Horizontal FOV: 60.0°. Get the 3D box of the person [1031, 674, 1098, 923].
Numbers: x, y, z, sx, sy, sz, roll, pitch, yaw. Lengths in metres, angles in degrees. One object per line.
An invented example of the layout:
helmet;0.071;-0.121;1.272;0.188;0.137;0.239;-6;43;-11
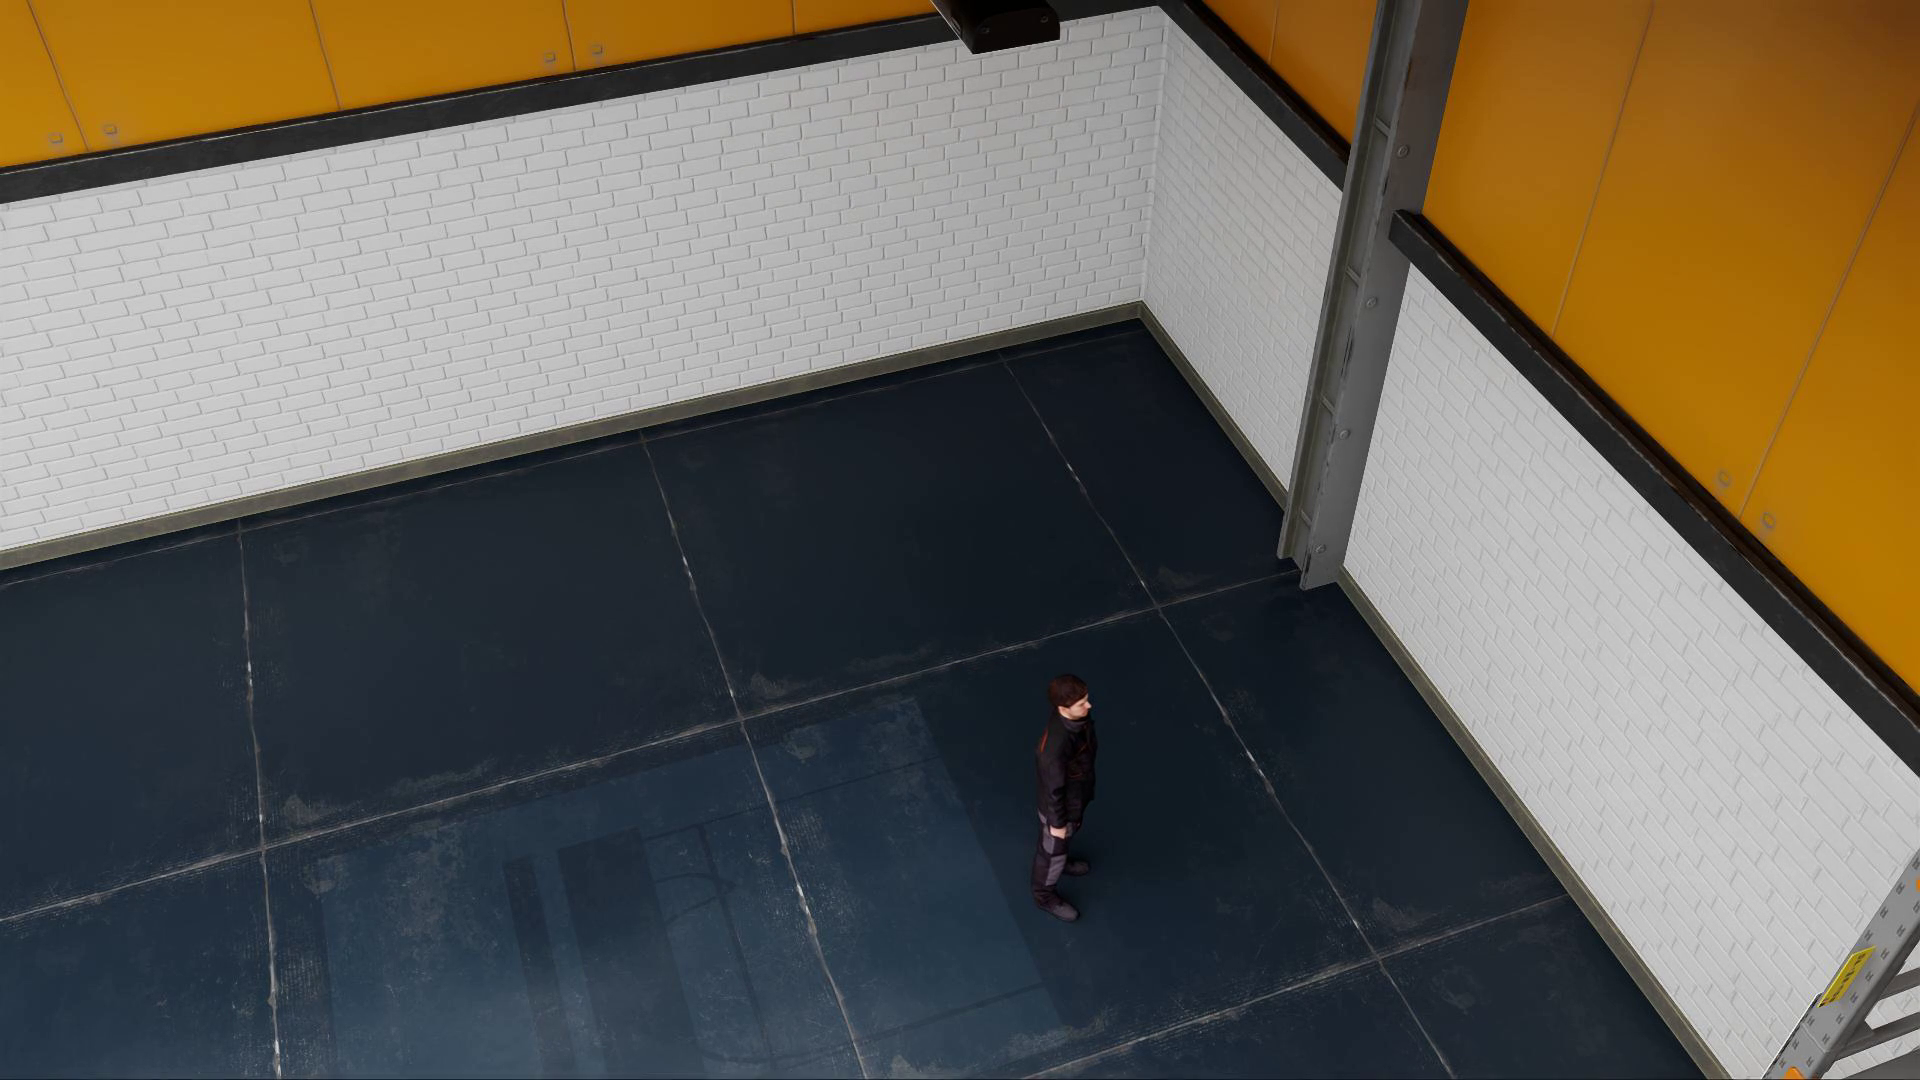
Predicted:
person;0.570;1.406;9.313;0.855;1.838;0.741;11;45;11
